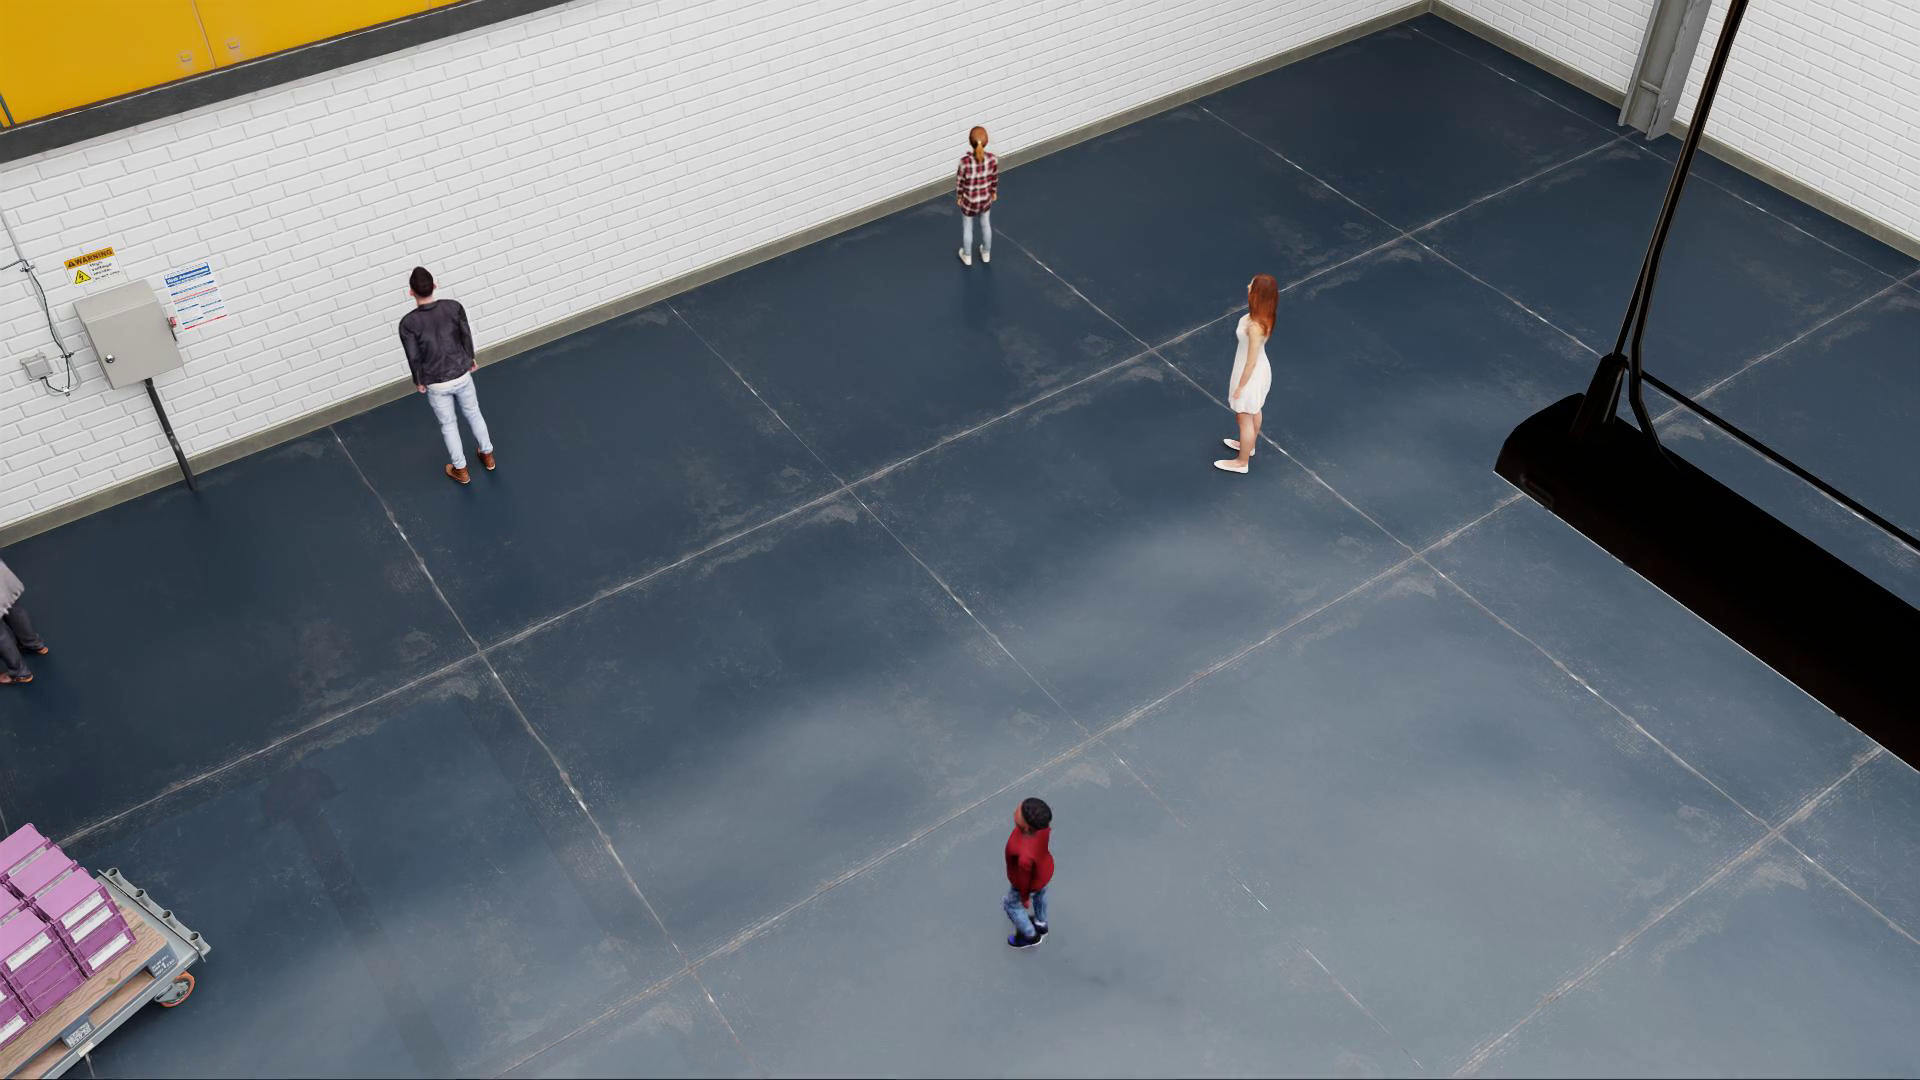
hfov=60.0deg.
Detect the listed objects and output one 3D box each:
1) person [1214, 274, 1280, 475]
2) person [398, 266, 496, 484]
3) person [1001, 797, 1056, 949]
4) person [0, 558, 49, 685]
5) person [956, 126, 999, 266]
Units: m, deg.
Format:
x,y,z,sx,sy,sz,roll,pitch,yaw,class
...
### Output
x,y,z,sx,sy,sz,roll,pitch,yaw,class
2.145,-1.231,12.229,0.678,1.712,0.648,16,46,16,person
-3.732,-1.195,12.102,0.662,1.835,0.561,-29,51,-27,person
0.454,1.876,9.306,0.605,1.246,0.579,20,47,19,person
-6.347,0.269,10.729,0.842,1.609,0.776,3,44,3,person
0.146,-2.967,14.346,0.582,1.305,0.593,-12,45,-13,person
